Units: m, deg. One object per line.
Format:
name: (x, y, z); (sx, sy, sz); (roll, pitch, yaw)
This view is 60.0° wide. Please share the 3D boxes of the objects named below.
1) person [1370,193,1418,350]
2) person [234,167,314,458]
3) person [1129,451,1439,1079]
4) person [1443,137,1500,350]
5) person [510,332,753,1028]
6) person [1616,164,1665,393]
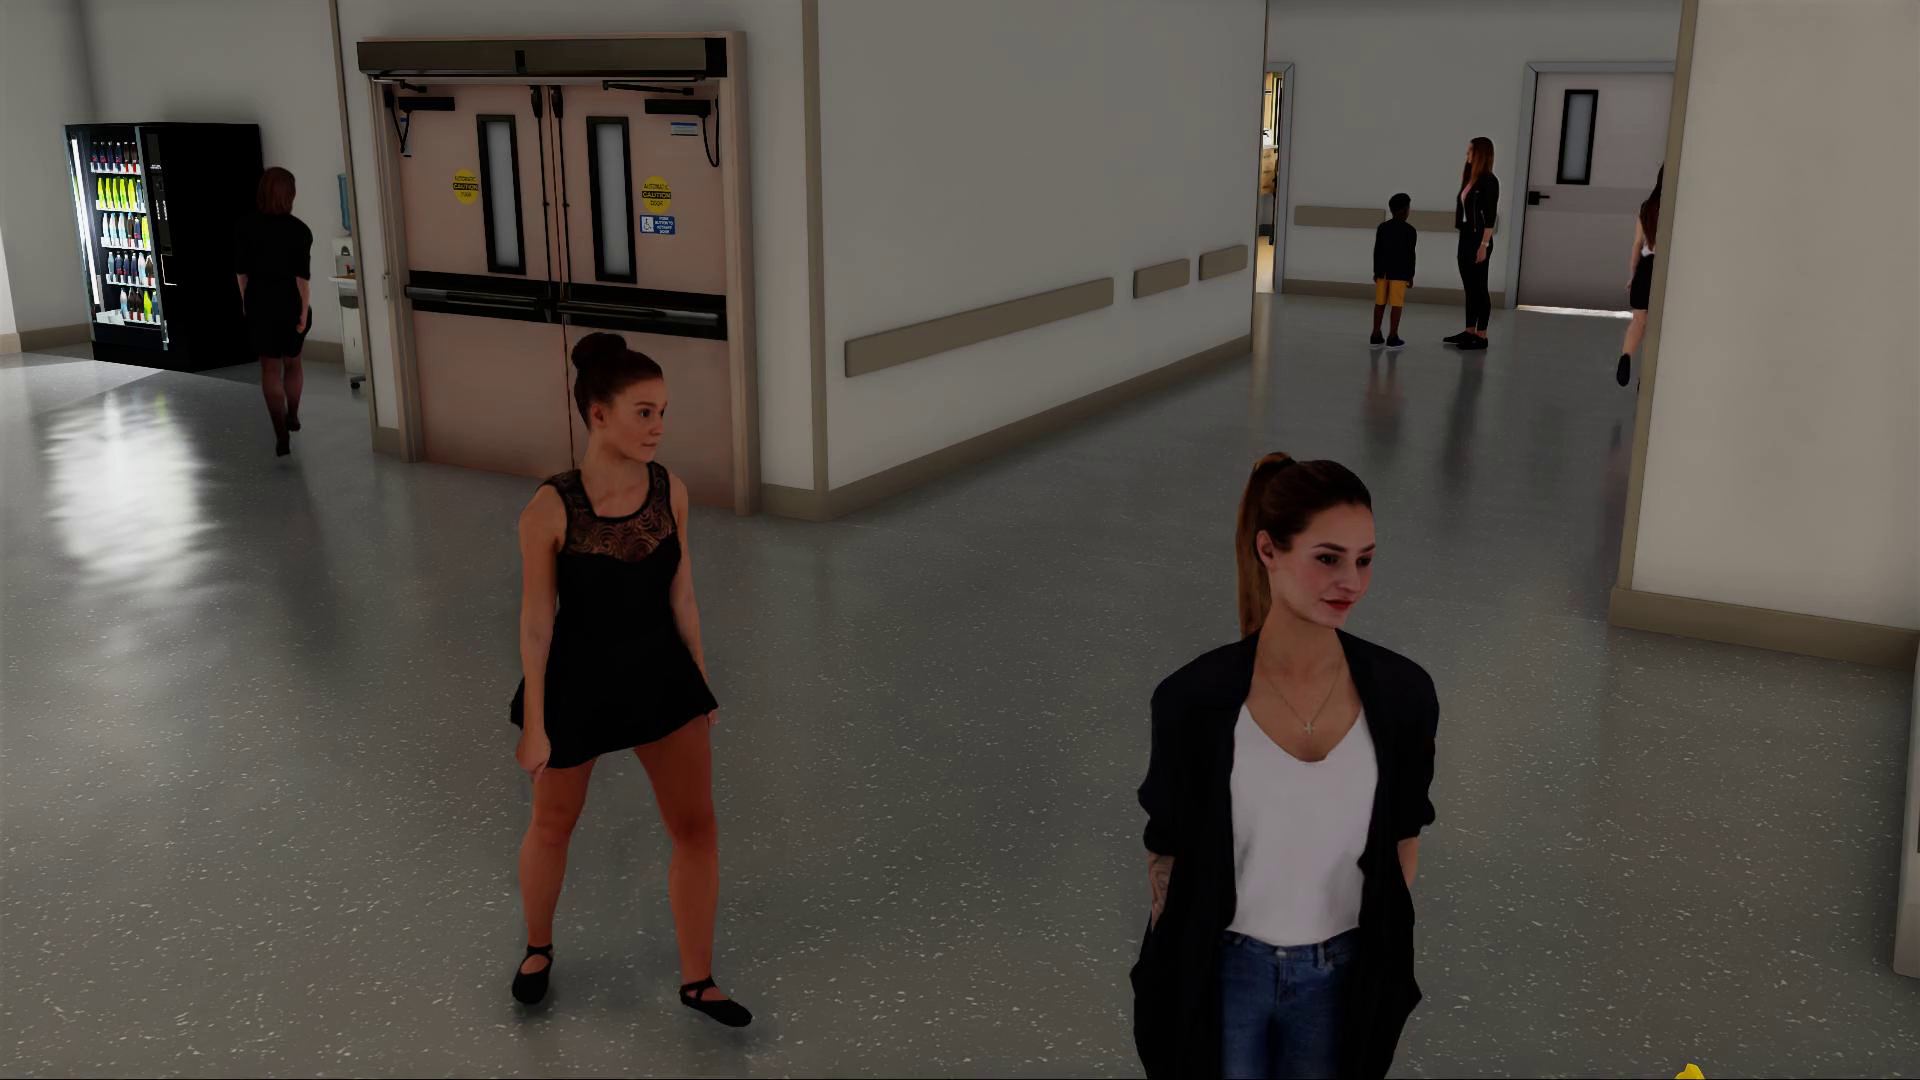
person: (3.583, -2.236, 13.792); (0.488, 1.267, 0.595); (12, 19, 35)
person: (-3.990, -1.273, 9.697); (1.048, 1.637, 1.169); (-6, 17, -20)
person: (0.507, 0.676, 2.739); (1.048, 1.661, 0.975); (1, 16, 4)
person: (4.277, -2.451, 13.738); (0.715, 1.711, 0.691); (-1, 16, -5)
person: (-0.838, 0.346, 3.936); (0.861, 1.646, 1.011); (-9, 18, -28)
person: (4.722, -1.744, 11.364); (0.766, 1.638, 0.792); (-14, 21, -40)
